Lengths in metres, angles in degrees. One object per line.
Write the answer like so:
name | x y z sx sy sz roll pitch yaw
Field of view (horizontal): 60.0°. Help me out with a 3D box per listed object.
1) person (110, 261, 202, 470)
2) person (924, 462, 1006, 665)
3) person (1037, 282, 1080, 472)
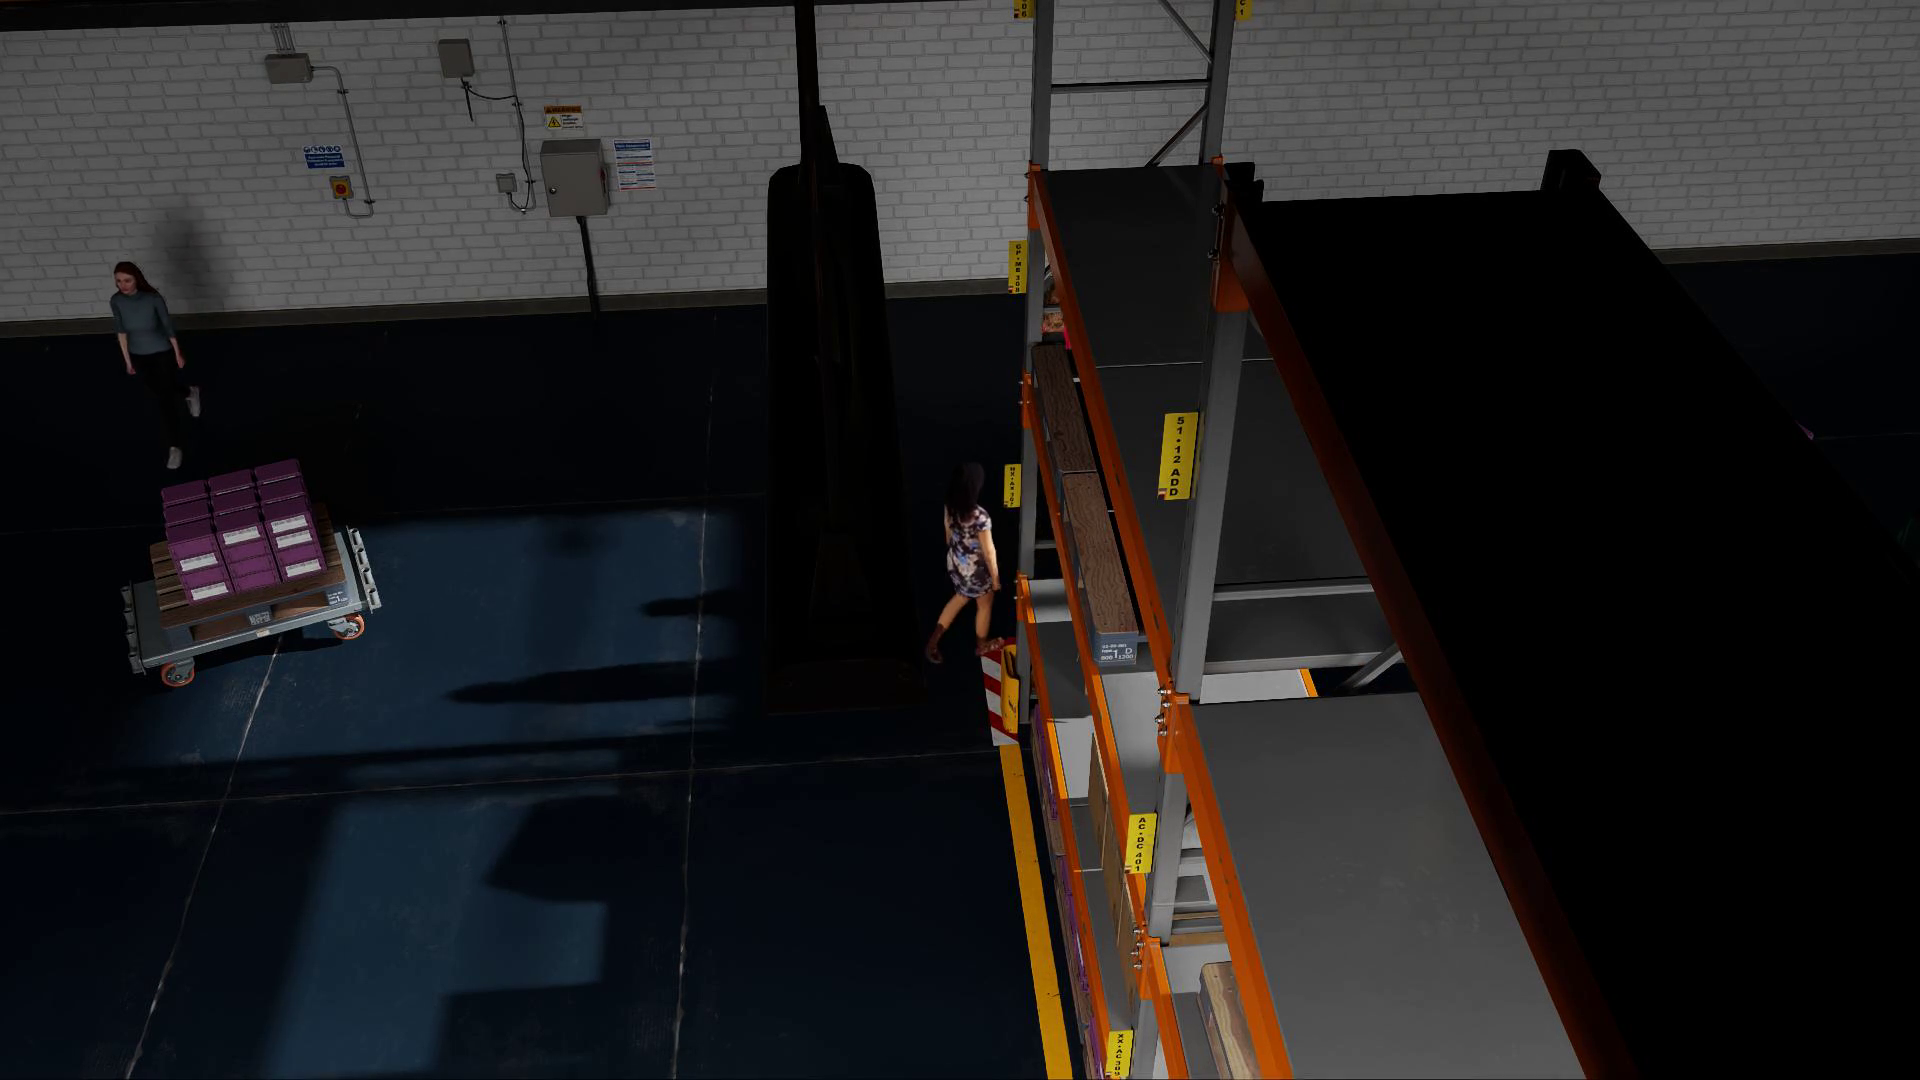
person | -6.439 -1.485 13.334 0.634 1.716 1.117 -1 39 -1
person | 0.025 0.210 11.208 0.967 1.721 0.961 -32 48 -33
person | 0.694 -1.240 13.033 0.793 1.710 0.877 18 42 21
